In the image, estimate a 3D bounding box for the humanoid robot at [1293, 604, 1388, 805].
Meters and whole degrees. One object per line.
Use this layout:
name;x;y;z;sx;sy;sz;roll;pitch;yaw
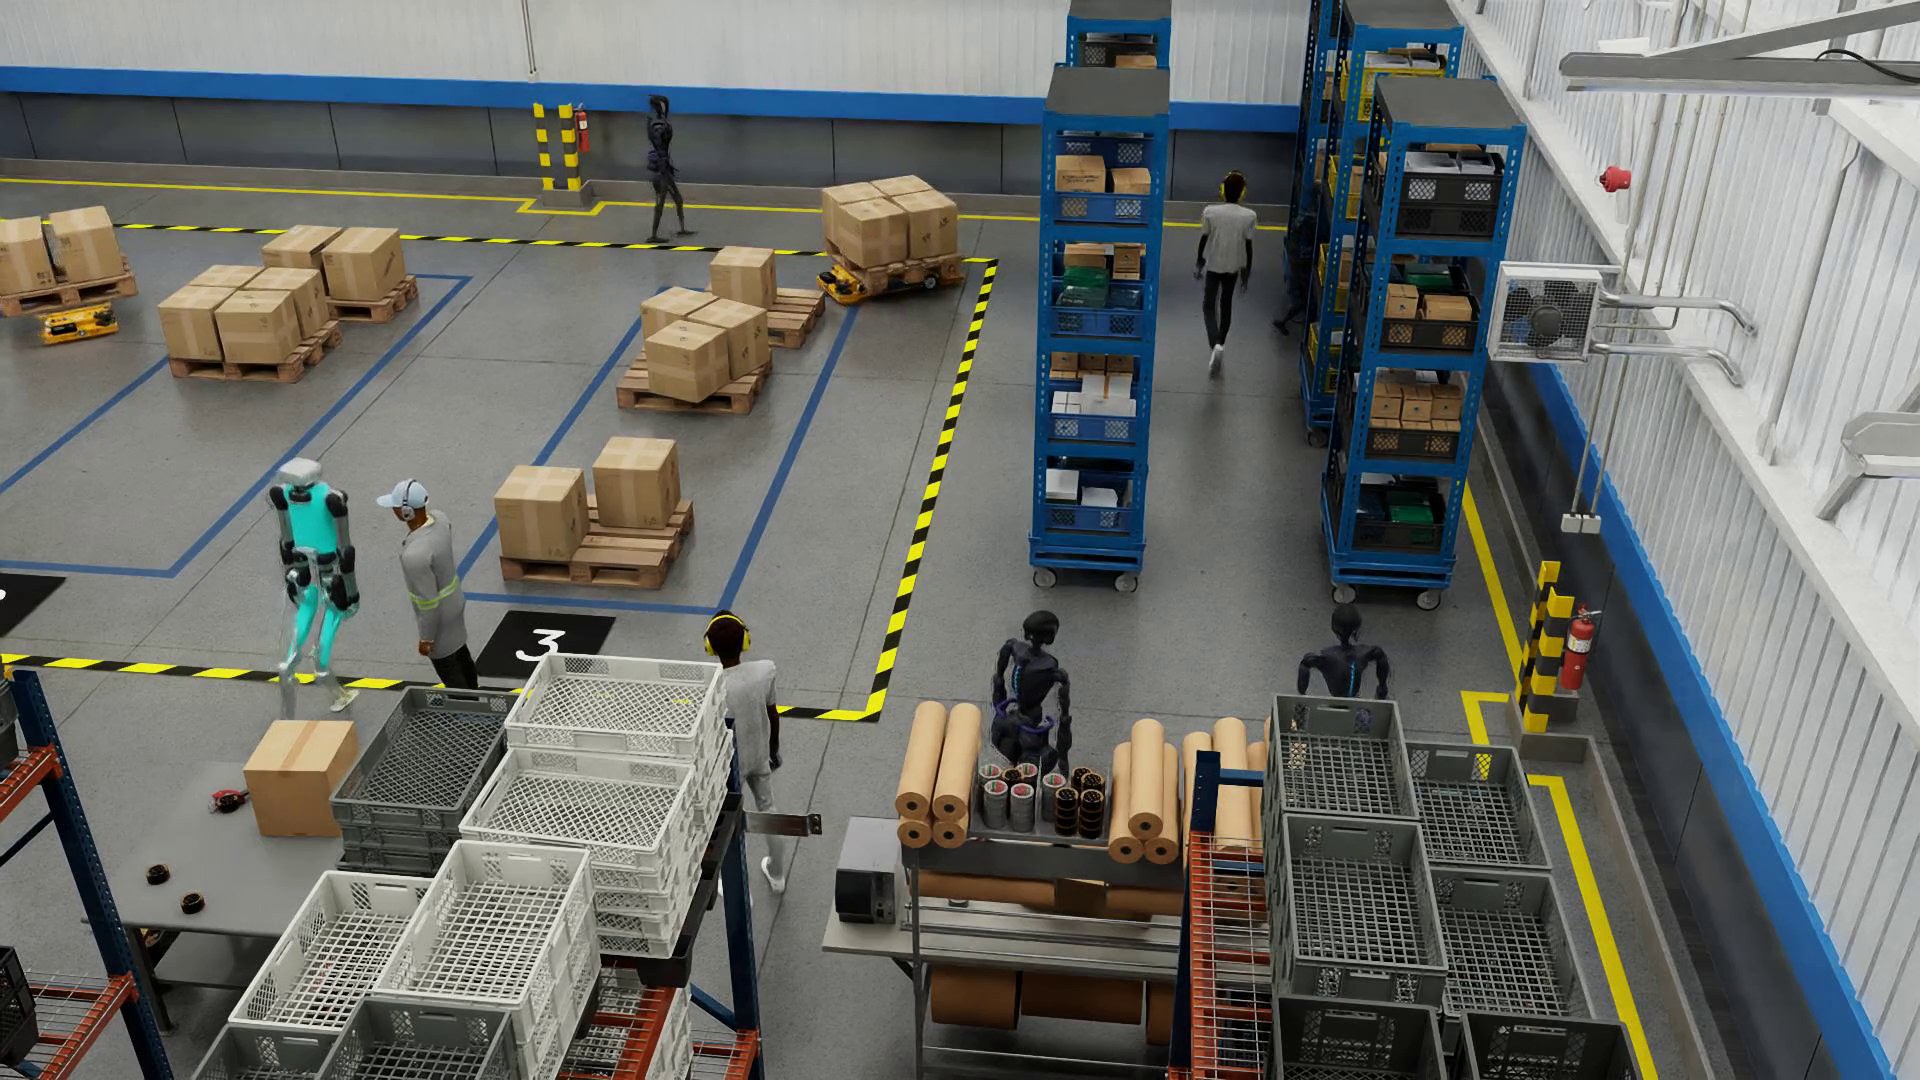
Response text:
humanoid robot;2.144;1.085;9.452;0.596;1.623;0.811;-5;31;-8

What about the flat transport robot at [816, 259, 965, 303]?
flat transport robot;-0.729;-2.797;17.450;1.431;0.197;0.652;-14;33;-22

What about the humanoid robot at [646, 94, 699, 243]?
humanoid robot;-3.231;-4.078;18.288;0.583;1.638;0.596;-2;30;-4

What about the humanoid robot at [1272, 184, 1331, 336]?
humanoid robot;3.300;-2.597;15.797;0.608;1.643;0.798;-22;37;-33

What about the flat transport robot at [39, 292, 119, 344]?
flat transport robot;-8.915;-2.358;16.697;0.652;0.197;1.431;-17;34;-27

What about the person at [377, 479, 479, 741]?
person;-3.276;0.450;10.327;0.401;1.852;0.589;-1;30;-1

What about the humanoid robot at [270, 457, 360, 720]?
humanoid robot;-4.170;0.465;10.478;0.557;1.813;0.936;9;31;15

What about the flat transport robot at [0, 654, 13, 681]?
flat transport robot;-7.142;0.969;11.010;1.431;0.231;0.659;3;30;6

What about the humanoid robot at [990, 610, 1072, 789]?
humanoid robot;0.327;1.121;9.366;0.609;1.639;0.566;27;39;38

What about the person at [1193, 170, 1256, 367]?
person;2.439;-2.511;15.423;0.518;1.844;0.749;-1;30;-2

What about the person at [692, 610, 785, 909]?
person;-1.198;1.202;9.025;0.517;1.864;0.332;-19;35;-29
